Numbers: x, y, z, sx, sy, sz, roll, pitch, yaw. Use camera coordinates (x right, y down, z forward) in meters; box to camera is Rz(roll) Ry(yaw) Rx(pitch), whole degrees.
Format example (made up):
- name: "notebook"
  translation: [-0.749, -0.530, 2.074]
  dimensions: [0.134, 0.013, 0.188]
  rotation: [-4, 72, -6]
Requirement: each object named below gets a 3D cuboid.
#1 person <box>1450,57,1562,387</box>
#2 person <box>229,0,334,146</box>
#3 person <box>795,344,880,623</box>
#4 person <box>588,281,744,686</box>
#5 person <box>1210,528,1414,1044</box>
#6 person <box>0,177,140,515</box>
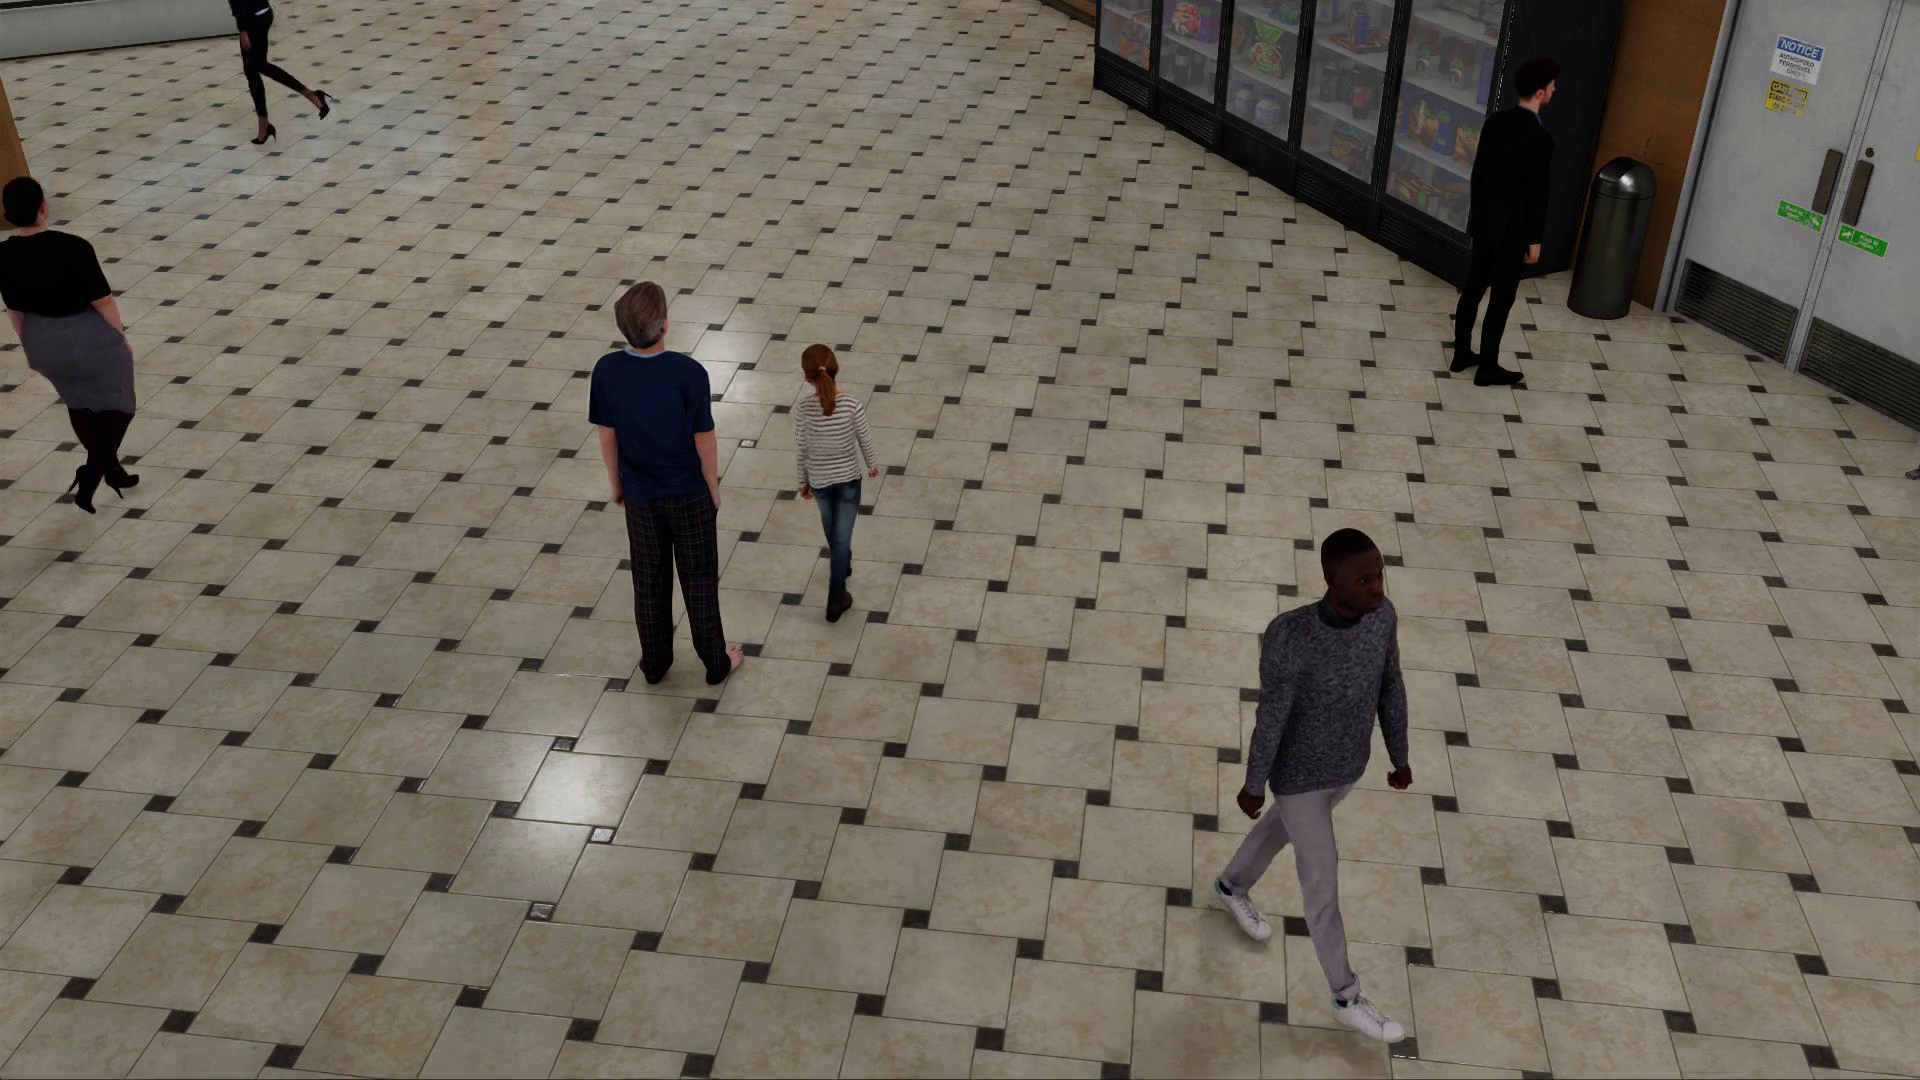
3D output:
- name: "person"
  translation: [3.109, -1.806, 9.508]
  dimensions: [0.558, 1.890, 0.682]
  rotation: [-14, 34, -21]
- name: "person"
  translation: [-5.506, -4.068, 13.215]
  dimensions: [1.007, 1.813, 0.827]
  rotation: [-7, 33, -12]
- name: "person"
  translation: [-0.586, -0.227, 7.535]
  dimensions: [0.829, 1.292, 0.814]
  rotation: [5, 32, 9]
- name: "person"
  translation: [-1.226, -0.204, 6.951]
  dimensions: [0.673, 1.871, 0.798]
  rotation: [3, 32, 5]
- name: "person"
  translation: [1.121, 0.724, 5.536]
  dimensions: [1.167, 1.790, 0.937]
  rotation: [-22, 38, -31]
- name: "person"
  translation: [-4.372, -0.889, 8.175]
  dimensions: [1.008, 1.740, 0.967]
  rotation: [0, 32, 0]
